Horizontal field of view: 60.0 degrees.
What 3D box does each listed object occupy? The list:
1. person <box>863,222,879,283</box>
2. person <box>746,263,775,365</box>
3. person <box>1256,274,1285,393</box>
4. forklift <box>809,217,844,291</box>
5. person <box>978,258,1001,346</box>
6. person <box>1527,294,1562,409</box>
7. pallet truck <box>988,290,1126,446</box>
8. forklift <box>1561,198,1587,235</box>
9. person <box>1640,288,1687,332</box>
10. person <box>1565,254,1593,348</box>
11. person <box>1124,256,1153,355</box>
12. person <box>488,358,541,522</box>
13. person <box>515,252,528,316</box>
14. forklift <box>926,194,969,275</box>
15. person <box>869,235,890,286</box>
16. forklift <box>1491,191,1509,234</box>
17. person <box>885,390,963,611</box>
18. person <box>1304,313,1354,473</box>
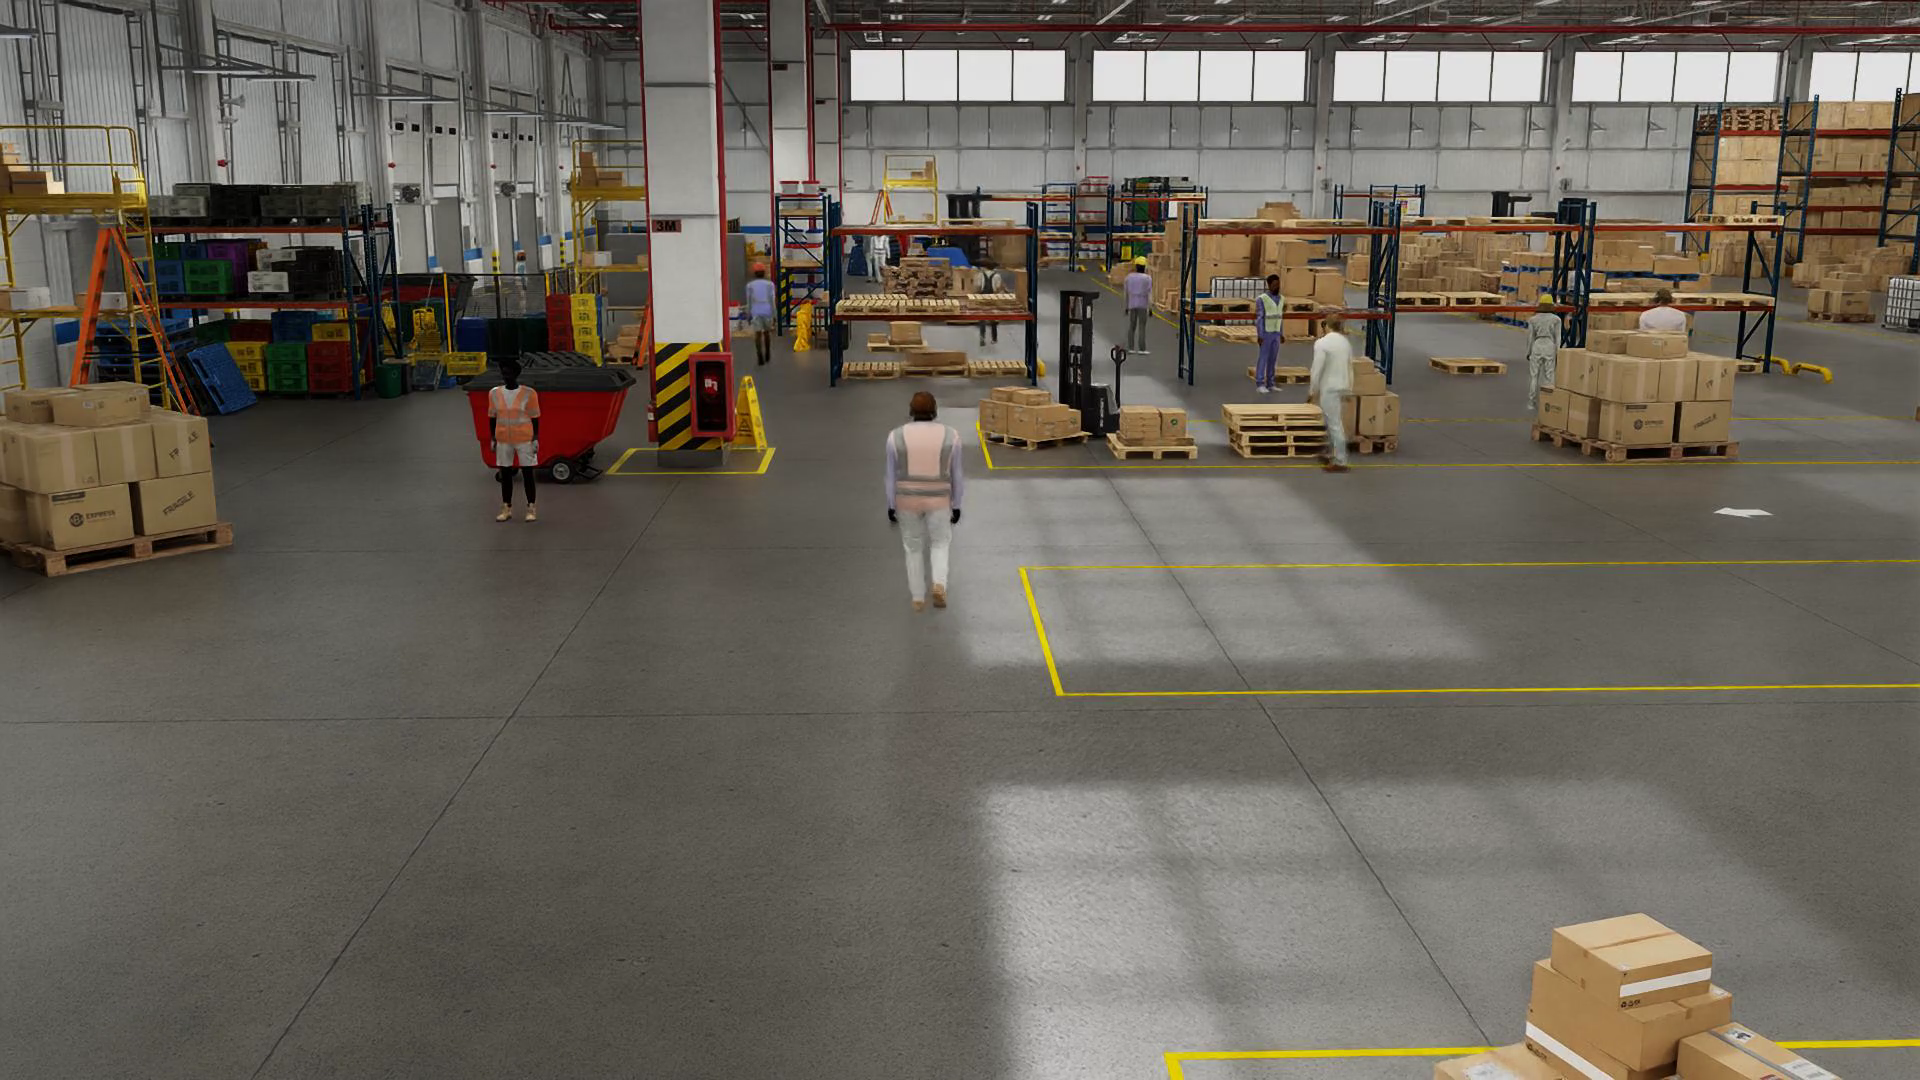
[{"bbox_3d":[-2.852,-9.279,53.760,0.628,1.939,0.375,-5,14,-23],"label":"person"},{"bbox_3d":[-3.722,-4.233,31.113,0.544,1.890,0.969,-1,13,-7],"label":"person"},{"bbox_3d":[5.045,-3.358,27.072,0.600,1.917,0.376,-10,16,-38],"label":"person"},{"bbox_3d":[-4.375,-8.619,48.637,1.873,2.768,1.129,0,12,-2],"label":"forklift"},{"bbox_3d":[0.586,-4.926,34.413,0.521,1.820,0.911,3,13,13],"label":"person"},{"bbox_3d":[8.812,-2.834,25.123,0.484,1.736,0.311,5,13,22],"label":"person"},{"bbox_3d":[1.257,-2.299,22.111,1.885,1.965,0.823,-9,15,-35],"label":"pallet truck"},{"bbox_3d":[17.204,-8.212,46.797,1.873,2.768,1.129,0,12,-2],"label":"forklift"},{"bbox_3d":[9.941,-2.603,23.622,0.635,1.936,0.355,2,13,11],"label":"person"},{"bbox_3d":[12.298,-4.727,33.146,0.603,1.966,0.368,-6,14,-27],"label":"person"},{"bbox_3d":[3.521,-4.606,32.692,0.594,1.922,0.385,8,15,34],"label":"person"},{"bbox_3d":[-4.551,-1.018,17.009,0.538,1.695,0.320,1,13,4],"label":"person"},{"bbox_3d":[-10.737,-6.242,40.752,0.313,1.633,0.522,-5,14,-23],"label":"person"},{"bbox_3d":[-0.083,-9.951,54.651,1.873,2.768,1.129,-7,14,-30],"label":"forklift"},{"bbox_3d":[-2.542,-8.886,52.205,0.608,1.835,0.981,2,13,8],"label":"person"},{"bbox_3d":[20.343,-11.776,62.891,1.873,2.768,1.129,0,12,-2],"label":"forklift"},{"bbox_3d":[-0.295,-0.298,13.477,0.627,1.829,0.466,-1,13,-3],"label":"person"},{"bbox_3d":[4.471,-1.771,20.026,0.802,1.886,0.648,12,17,43],"label":"person"}]
